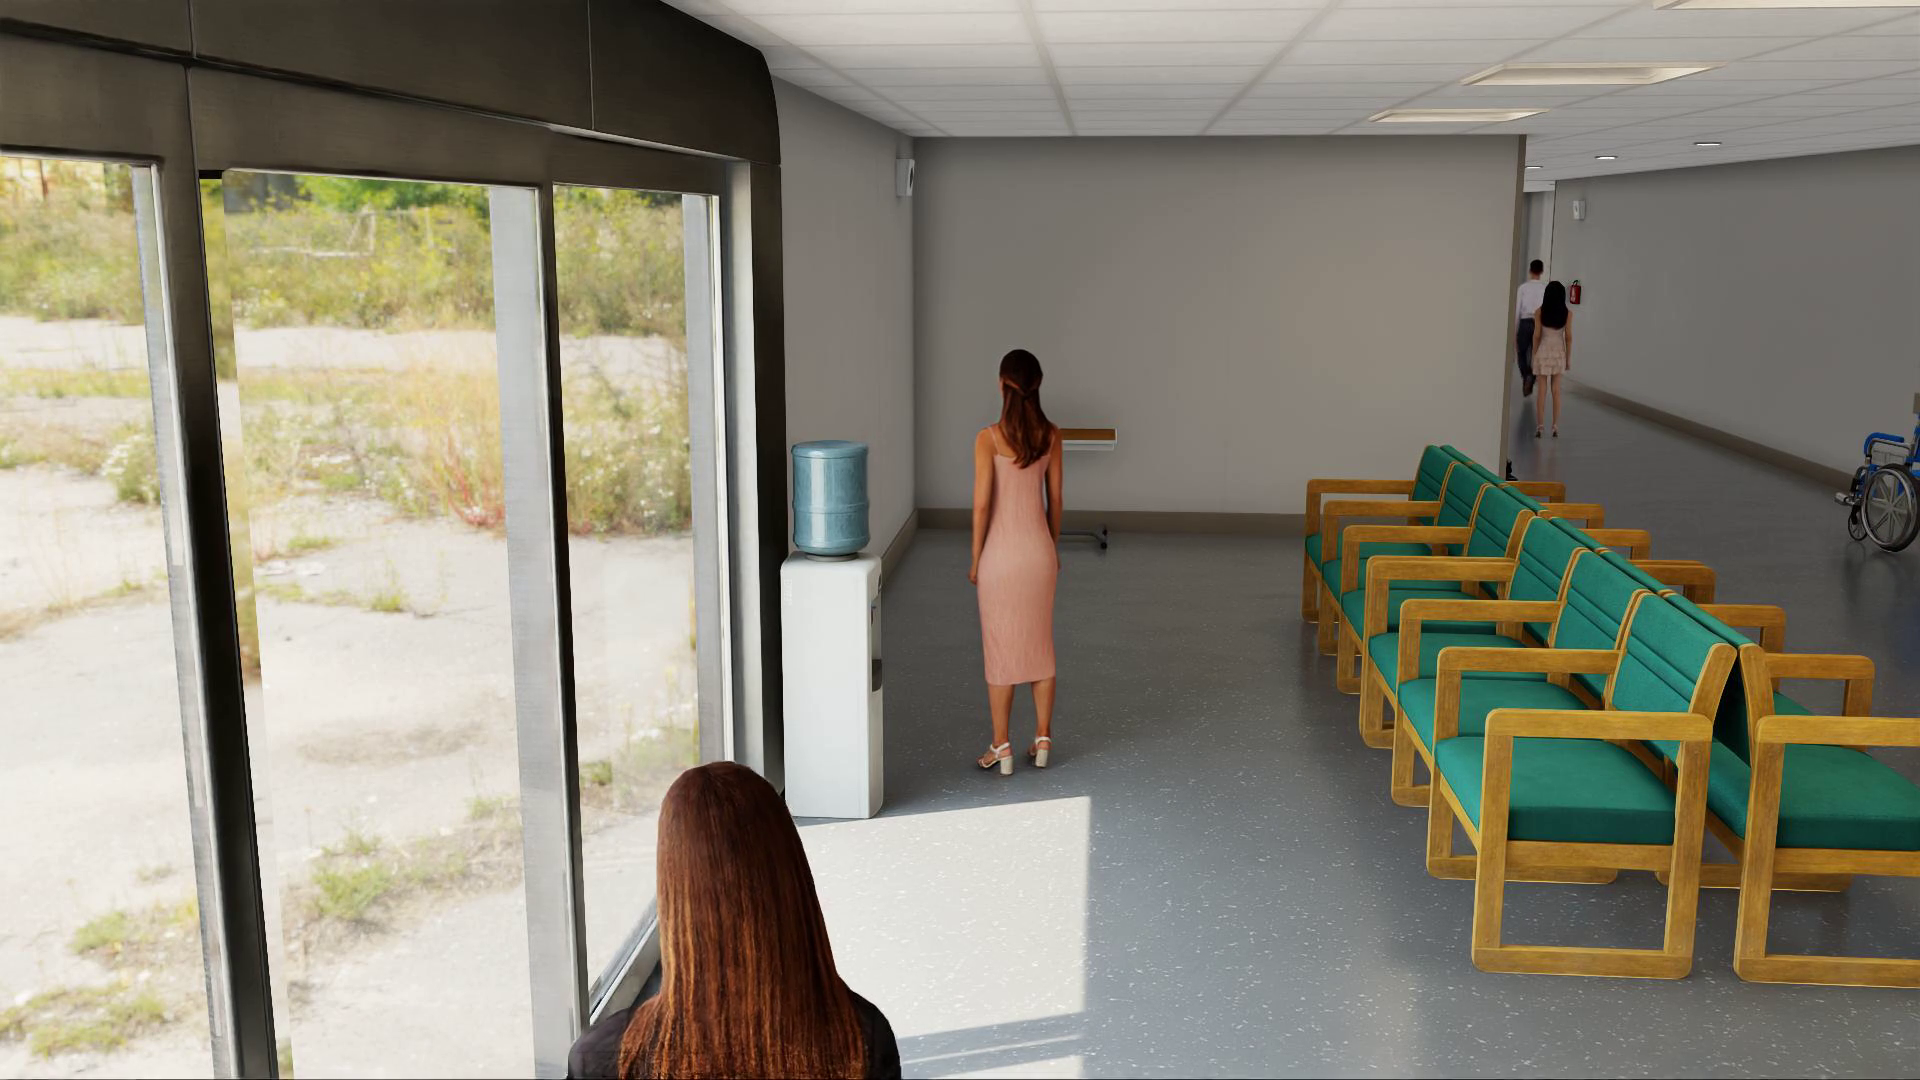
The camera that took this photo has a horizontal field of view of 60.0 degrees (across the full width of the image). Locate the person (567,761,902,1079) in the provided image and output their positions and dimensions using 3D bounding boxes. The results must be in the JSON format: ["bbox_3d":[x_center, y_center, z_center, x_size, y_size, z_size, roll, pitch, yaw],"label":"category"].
[{"bbox_3d":[-0.278,1.128,2.097,0.903,1.685,0.827,-2,11,-11],"label":"person"}]

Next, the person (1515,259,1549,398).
[{"bbox_3d":[7.739,-2.838,22.492,1.115,1.835,0.787,3,11,13],"label":"person"}]

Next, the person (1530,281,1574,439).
[{"bbox_3d":[6.555,-2.006,18.480,0.511,1.734,0.666,2,11,13],"label":"person"}]

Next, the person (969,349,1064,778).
[{"bbox_3d":[0.249,0.097,7.139,0.603,1.830,0.715,-5,12,-24],"label":"person"}]
